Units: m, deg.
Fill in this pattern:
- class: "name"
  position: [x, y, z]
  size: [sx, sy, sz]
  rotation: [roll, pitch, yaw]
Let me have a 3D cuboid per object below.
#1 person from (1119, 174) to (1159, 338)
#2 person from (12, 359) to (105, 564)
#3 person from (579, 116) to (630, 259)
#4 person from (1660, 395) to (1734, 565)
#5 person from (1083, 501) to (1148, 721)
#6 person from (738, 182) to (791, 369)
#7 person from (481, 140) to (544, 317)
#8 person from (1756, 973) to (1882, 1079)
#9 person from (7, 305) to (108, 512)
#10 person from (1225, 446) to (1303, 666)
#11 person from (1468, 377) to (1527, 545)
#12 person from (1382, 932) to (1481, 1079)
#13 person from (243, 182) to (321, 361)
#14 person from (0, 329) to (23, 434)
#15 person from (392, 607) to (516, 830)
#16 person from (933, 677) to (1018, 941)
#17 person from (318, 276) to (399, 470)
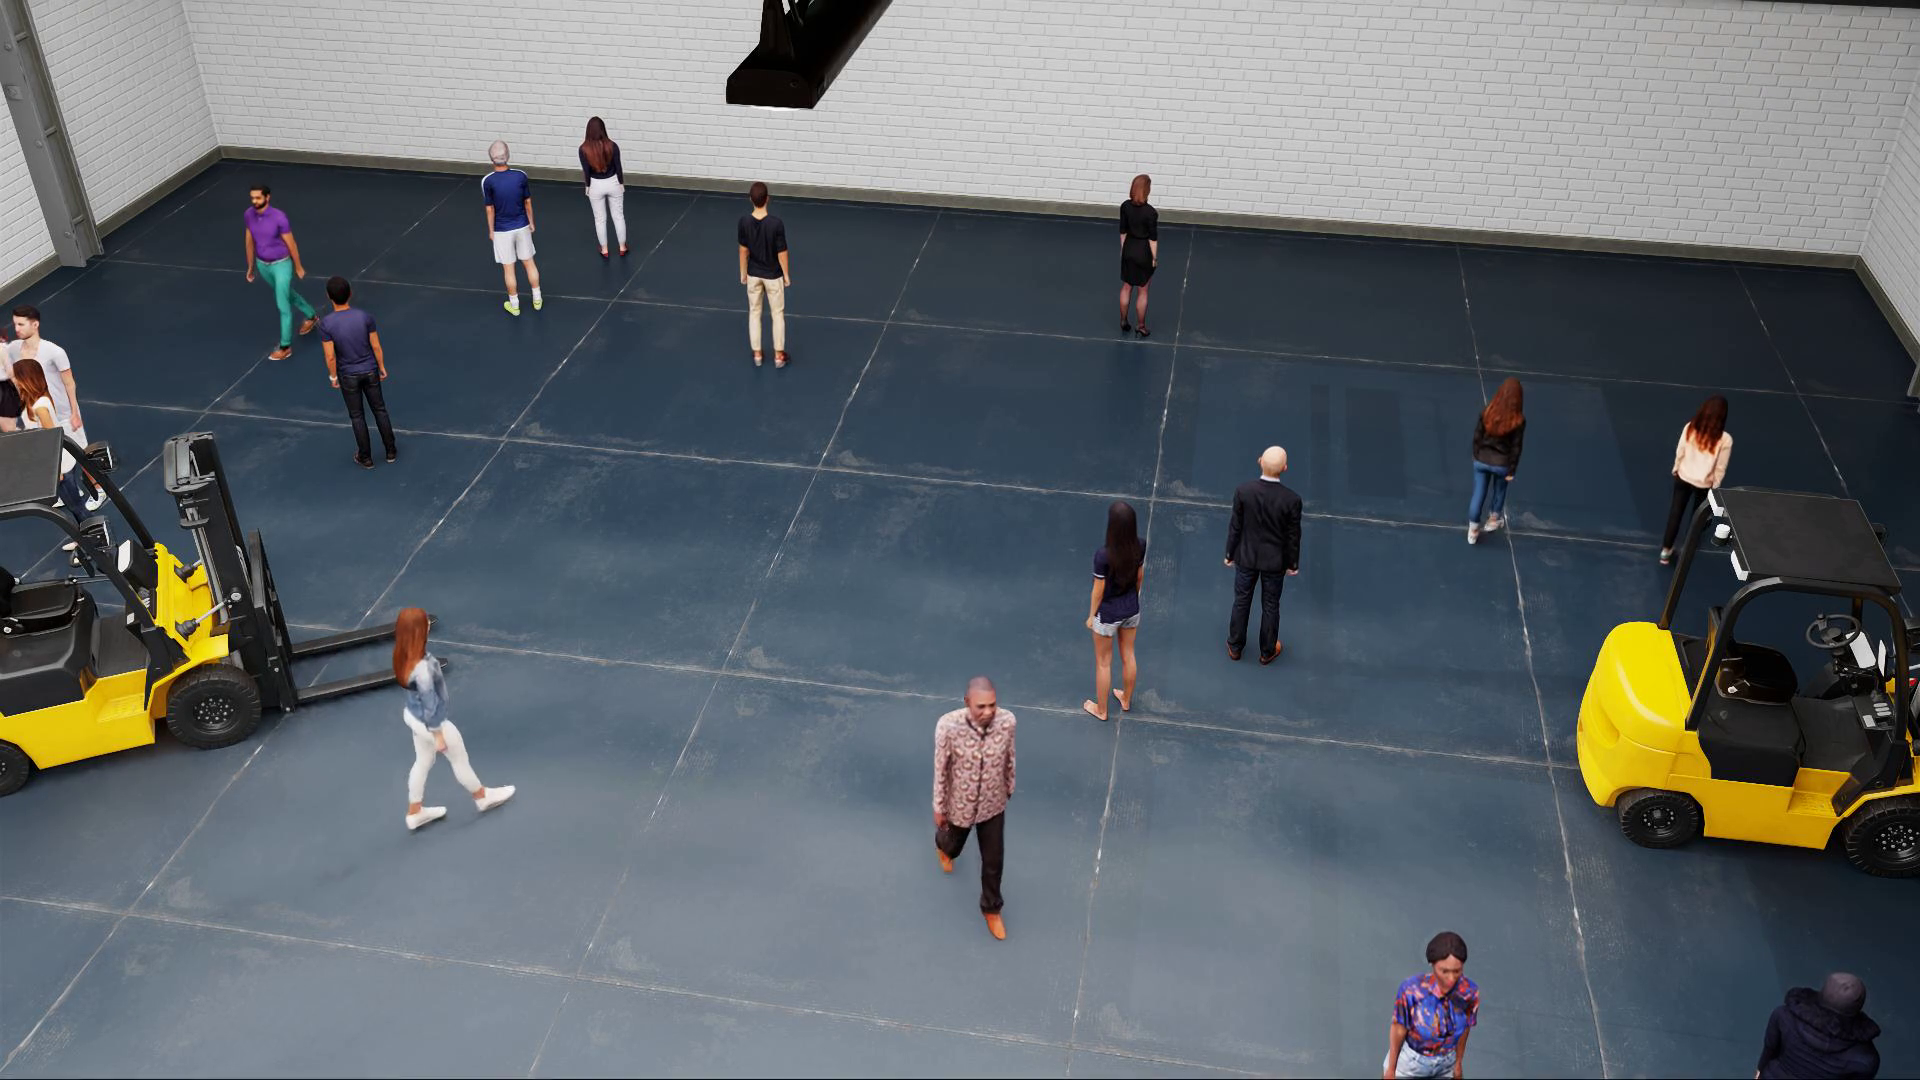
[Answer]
- class: "person"
  position: [1.783, -2.851, 16.697]
  size: [0.659, 1.706, 0.658]
  rotation: [24, 41, 32]
- class: "person"
  position: [-7.216, -0.639, 13.298]
  size: [0.729, 1.785, 0.677]
  rotation: [-23, 40, -30]
- class: "person"
  position: [-3.923, -3.897, 18.360]
  size: [0.676, 1.608, 0.674]
  rotation: [-8, 34, -12]
- class: "person"
  position: [5.865, -0.456, 13.328]
  size: [0.887, 1.447, 1.030]
  rotation: [27, 42, 35]
- class: "person"
  position: [1.090, 0.501, 11.600]
  size: [0.653, 1.767, 0.693]
  rotation: [-16, 37, -23]
- class: "person"
  position: [-1.894, -2.561, 16.131]
  size: [0.639, 1.850, 0.549]
  rotation: [4, 34, 6]
- class: "person"
  position: [-4.626, -3.223, 17.138]
  size: [0.716, 1.837, 0.766]
  rotation: [-20, 38, -27]
- class: "person"
  position: [4.197, 2.759, 8.286]
  size: [0.796, 1.674, 0.830]
  rotation: [27, 42, 34]
- class: "person"
  position: [-7.599, -1.115, 13.950]
  size: [0.665, 1.856, 0.545]
  rotation: [6, 34, 8]
- class: "person"
  position: [2.201, 0.117, 12.149]
  size: [0.716, 1.798, 0.607]
  rotation: [10, 35, 15]
- class: "person"
  position: [4.327, -0.613, 13.546]
  size: [0.659, 1.467, 0.737]
  rotation: [15, 37, 22]
- class: "person"
  position: [2.336, 2.634, 8.414]
  size: [0.634, 1.741, 0.595]
  rotation: [-3, 34, -4]
- class: "person"
  position: [-6.735, -2.746, 16.520]
  size: [0.756, 1.728, 1.219]
  rotation: [10, 35, 15]
- class: "person"
  position: [-8.125, -1.301, 14.440]
  size: [0.897, 1.624, 0.847]
  rotation: [-22, 40, -30]
- class: "person"
  position: [-3.475, 1.184, 10.657]
  size: [1.056, 1.674, 0.977]
  rotation: [-23, 40, -31]
- class: "person"
  position: [0.058, 1.514, 10.057]
  size: [0.928, 1.786, 1.166]
  rotation: [-7, 34, -10]
- class: "person"
  position: [-5.262, -1.464, 14.532]
  size: [0.709, 1.793, 0.756]
  rotation: [-19, 38, -26]
